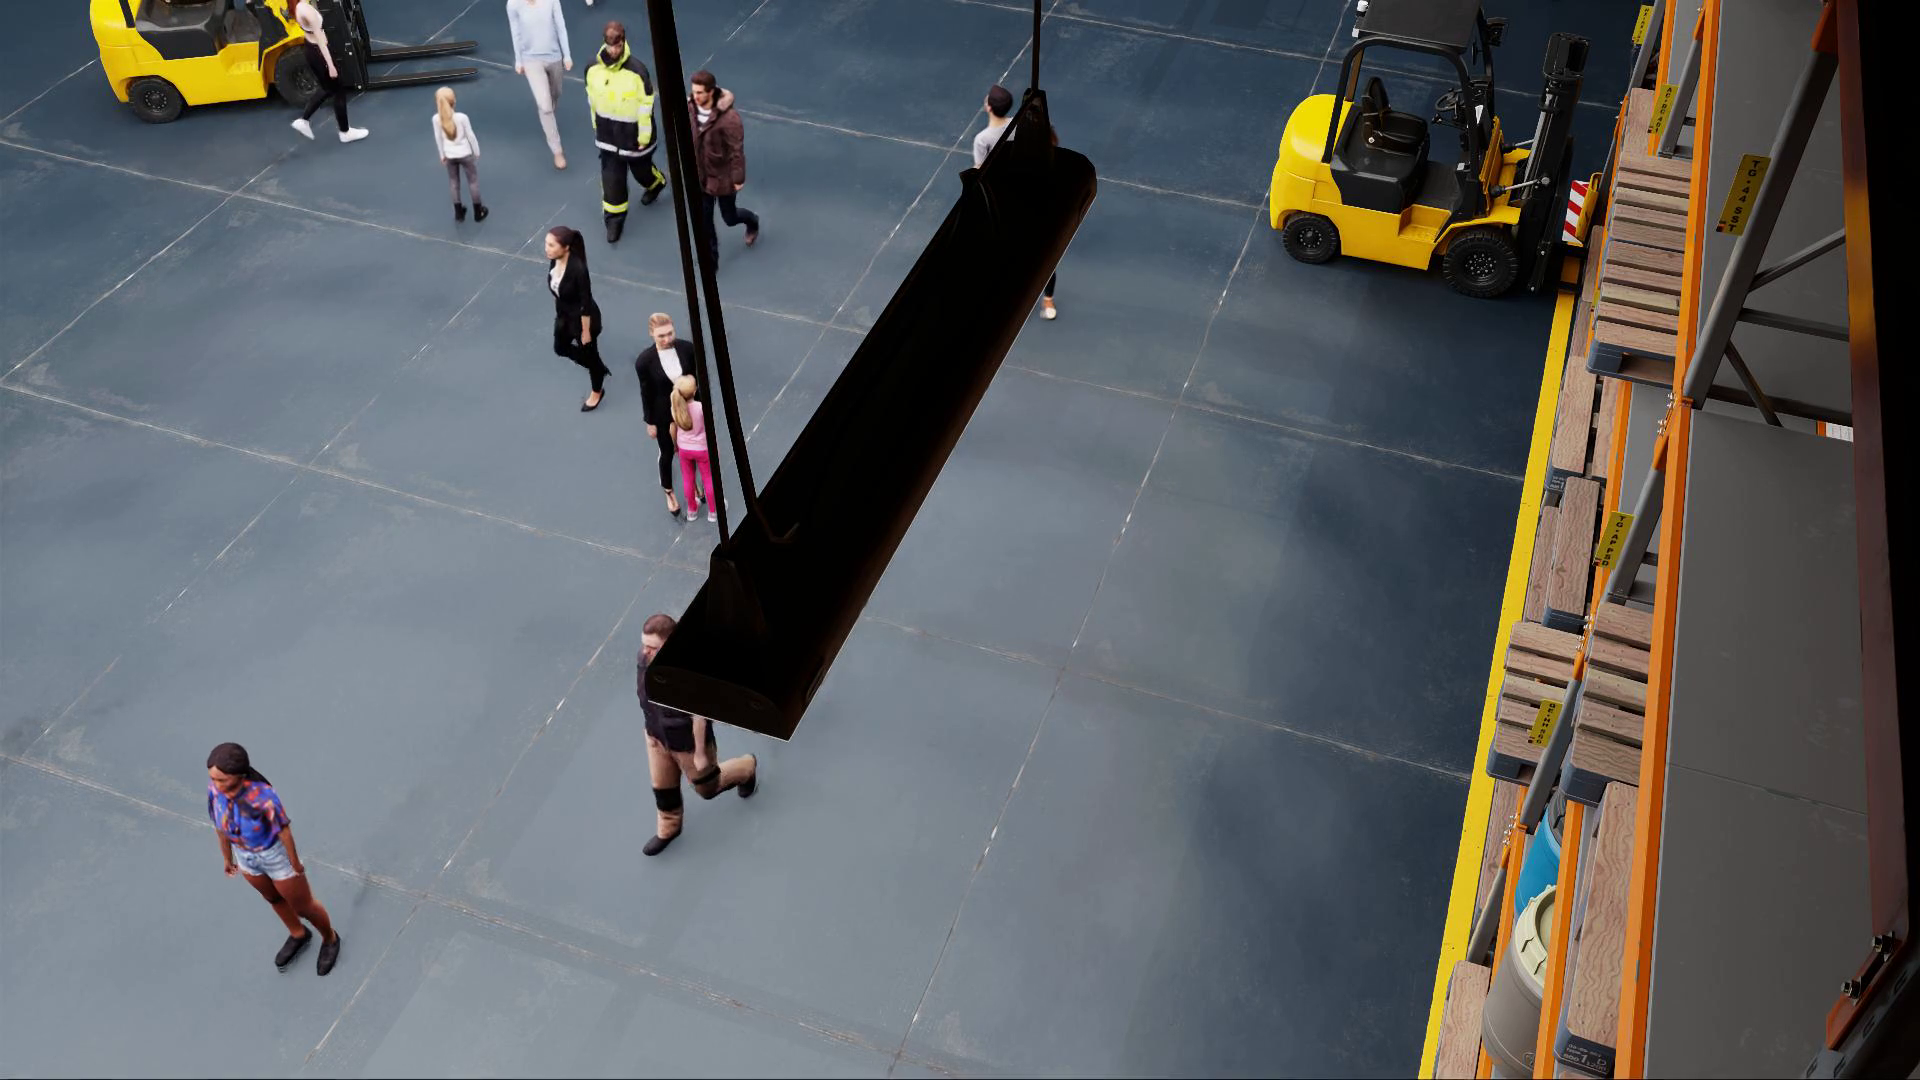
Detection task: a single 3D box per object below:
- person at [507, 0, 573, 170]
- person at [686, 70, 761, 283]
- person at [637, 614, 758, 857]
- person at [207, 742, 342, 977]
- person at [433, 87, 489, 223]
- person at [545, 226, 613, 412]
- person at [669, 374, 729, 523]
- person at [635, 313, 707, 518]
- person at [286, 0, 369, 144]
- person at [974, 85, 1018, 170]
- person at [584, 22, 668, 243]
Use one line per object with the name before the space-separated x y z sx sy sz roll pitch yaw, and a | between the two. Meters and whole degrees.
person | -3.860 -4.453 15.325 1.238 1.845 1.294 -18 47 -18
person | -2.011 -3.099 13.918 0.813 1.826 1.098 18 47 18
person | -1.531 1.058 9.559 0.839 1.819 1.117 26 49 25
person | -3.715 1.672 8.970 0.593 1.743 0.554 13 45 13
person | -4.410 -3.376 14.606 0.559 1.277 0.586 0 44 0
person | -2.820 -1.700 12.577 0.755 1.649 0.726 -34 53 -31
person | -1.878 -0.659 11.759 0.511 1.271 0.535 7 44 8
person | -2.010 -0.897 11.693 0.663 1.705 0.755 -24 49 -23
person | -5.995 -4.415 15.370 0.996 1.729 0.877 -26 49 -25
person | 0.299 -2.844 13.623 0.657 1.863 0.808 -33 53 -30
person | -2.846 -3.600 14.367 0.916 1.932 1.195 8 44 8
